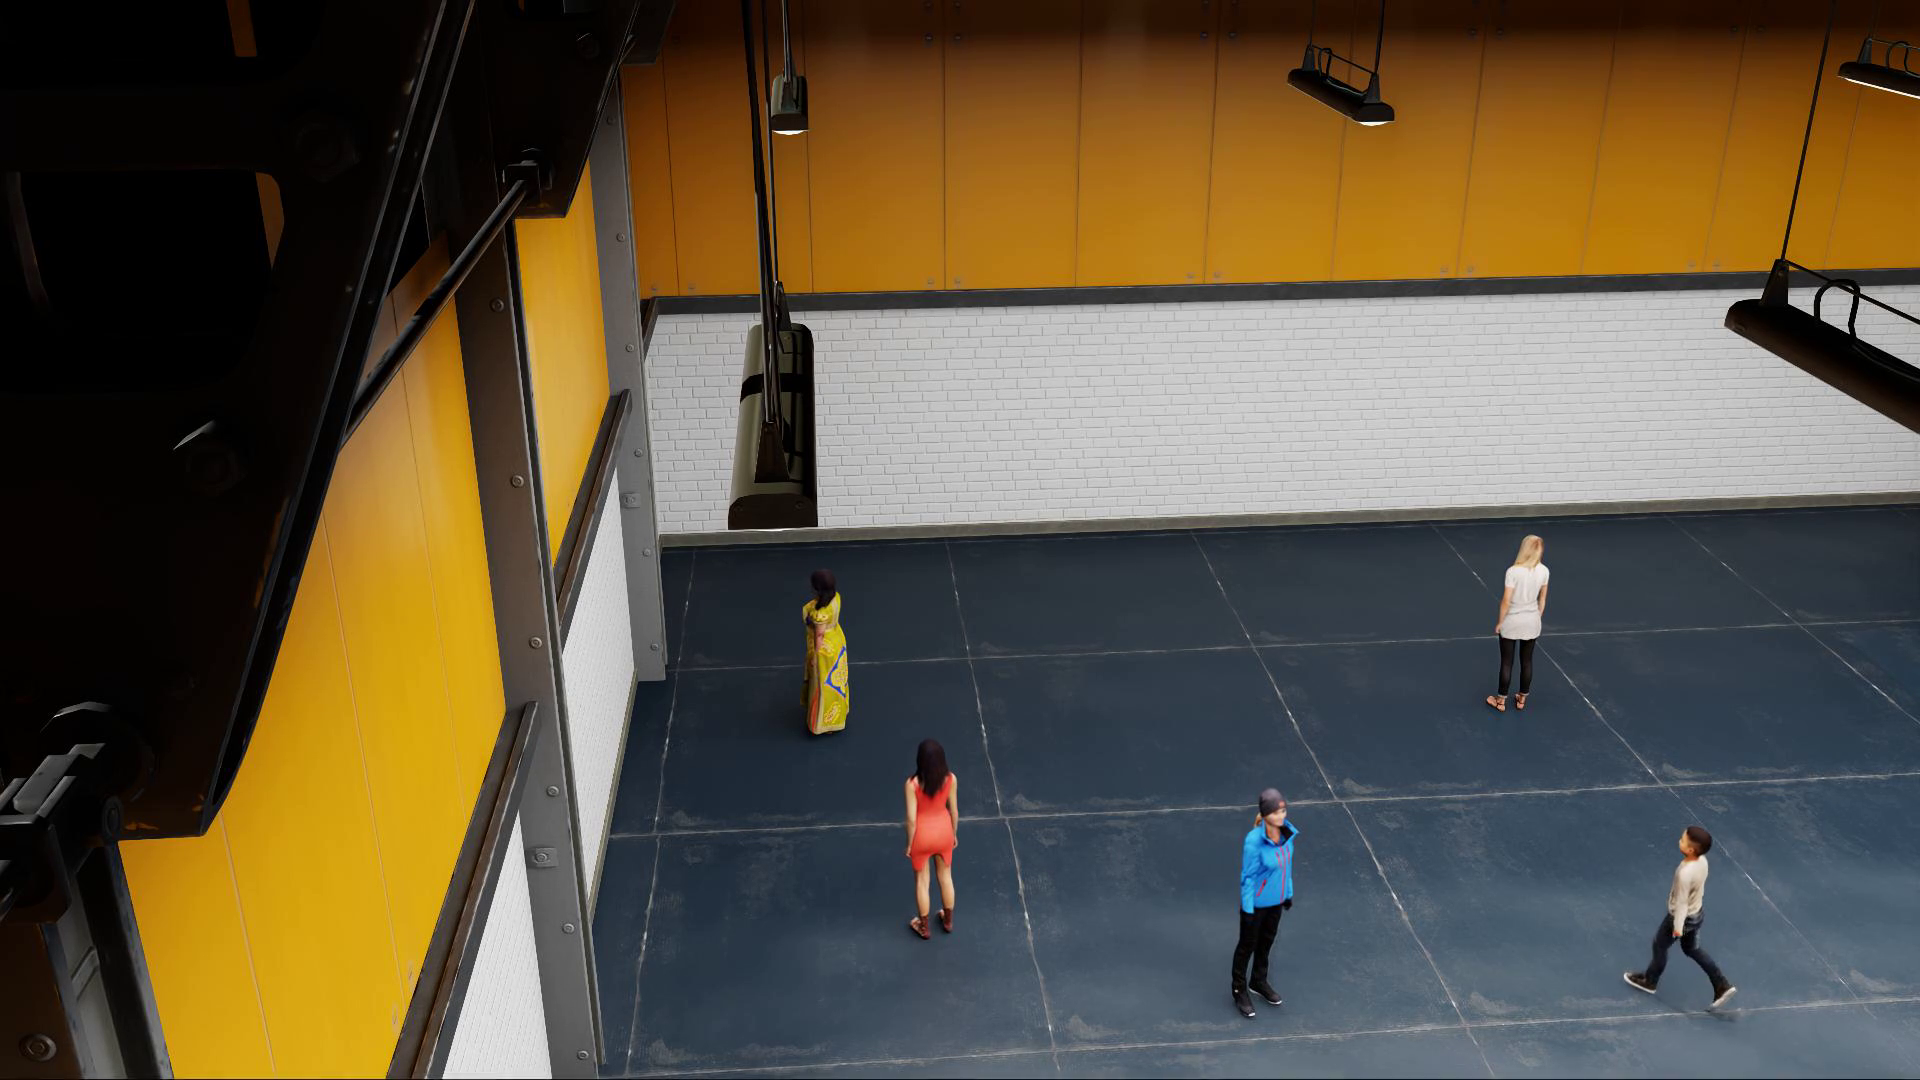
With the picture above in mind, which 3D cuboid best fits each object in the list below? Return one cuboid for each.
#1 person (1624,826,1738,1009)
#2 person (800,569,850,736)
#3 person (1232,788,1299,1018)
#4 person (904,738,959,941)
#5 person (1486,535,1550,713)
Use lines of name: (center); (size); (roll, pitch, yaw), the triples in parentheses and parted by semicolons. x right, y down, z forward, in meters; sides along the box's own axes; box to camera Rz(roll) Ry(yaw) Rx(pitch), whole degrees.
person: (5.296, 2.741, 11.985); (1.018, 1.437, 0.940); (20, 30, 38)
person: (-1.267, 1.019, 15.647); (1.004, 1.660, 0.839); (5, 24, 11)
person: (2.171, 2.574, 11.921); (0.690, 1.795, 0.676); (-14, 27, -29)
person: (-0.220, 2.275, 12.702); (0.636, 1.718, 0.606); (-9, 25, -20)
person: (5.377, 0.798, 15.944); (0.593, 1.827, 0.517); (-3, 24, -6)
